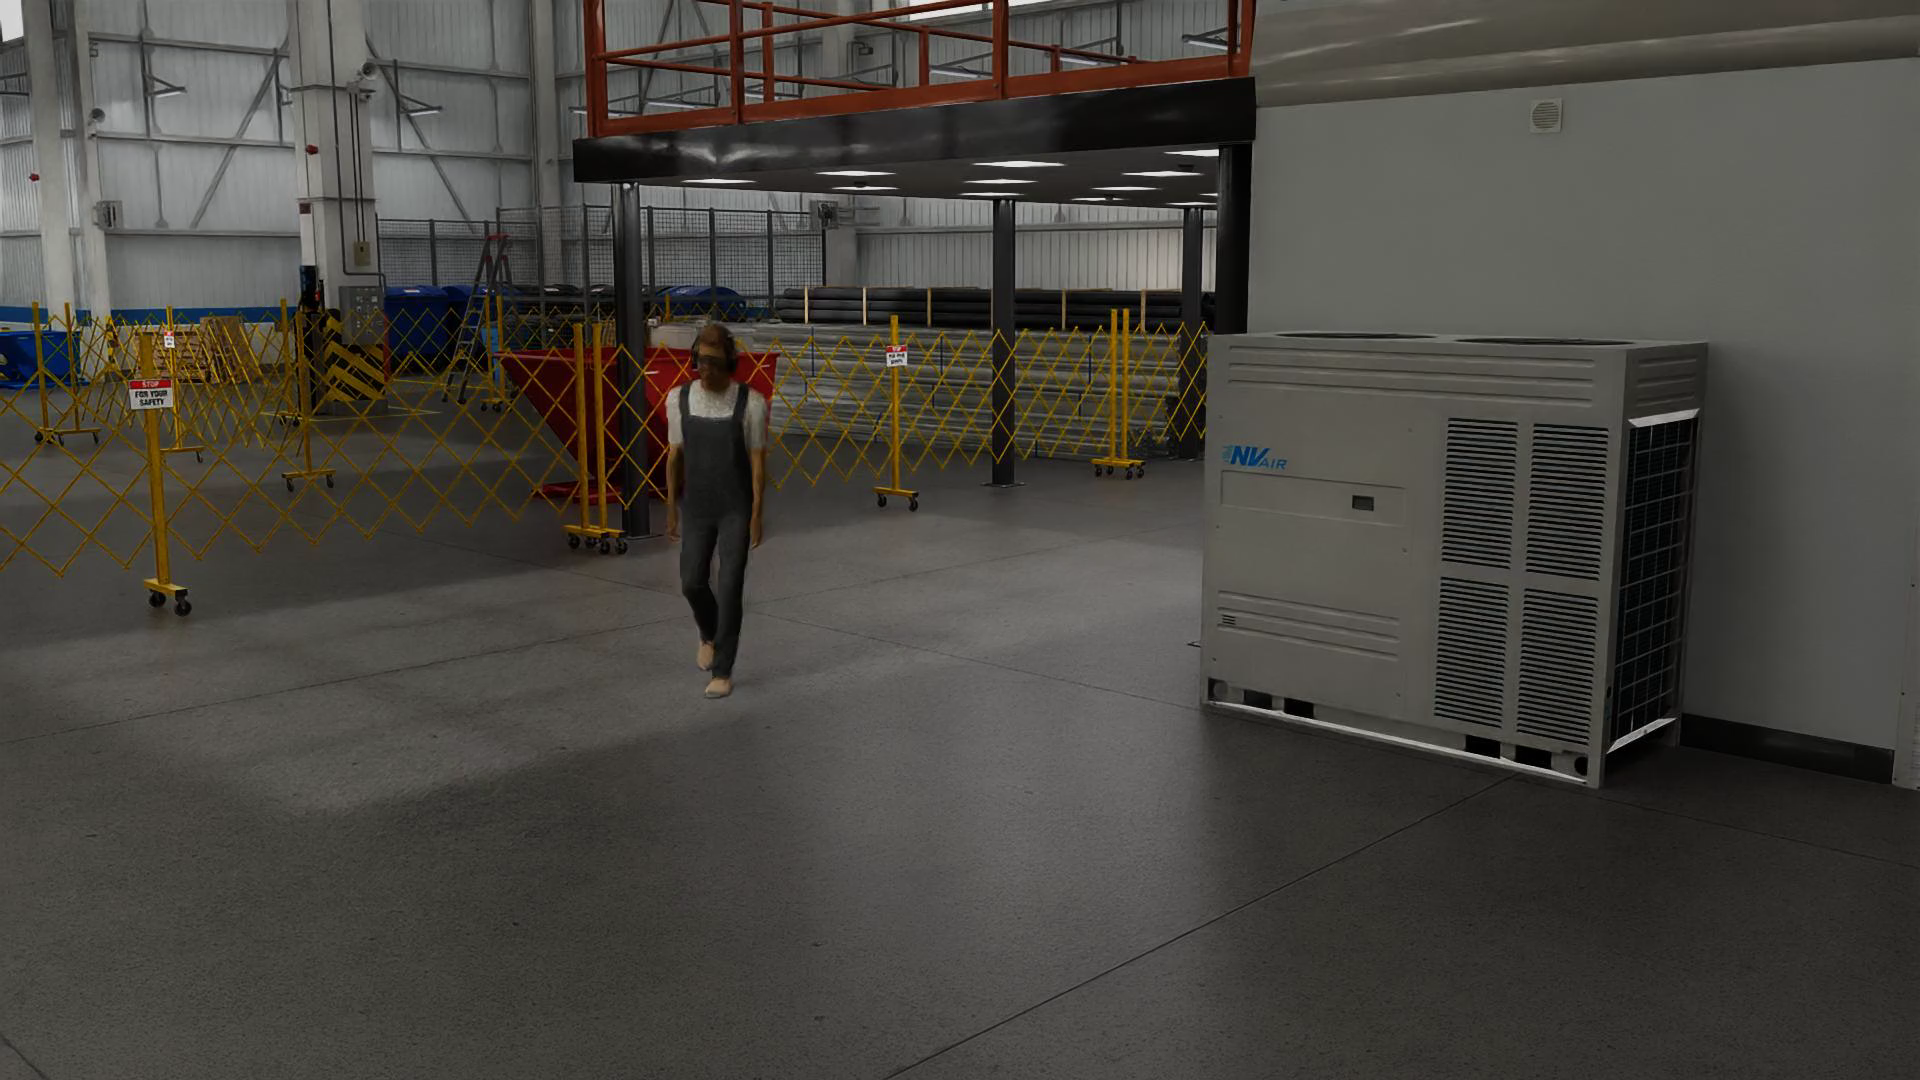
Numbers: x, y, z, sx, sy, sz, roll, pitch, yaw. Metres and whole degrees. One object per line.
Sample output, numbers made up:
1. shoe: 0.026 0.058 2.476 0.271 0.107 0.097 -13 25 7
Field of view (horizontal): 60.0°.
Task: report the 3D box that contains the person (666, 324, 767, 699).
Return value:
1. person: -1.172 -0.149 8.108 0.520 1.819 0.540 1 9 4
